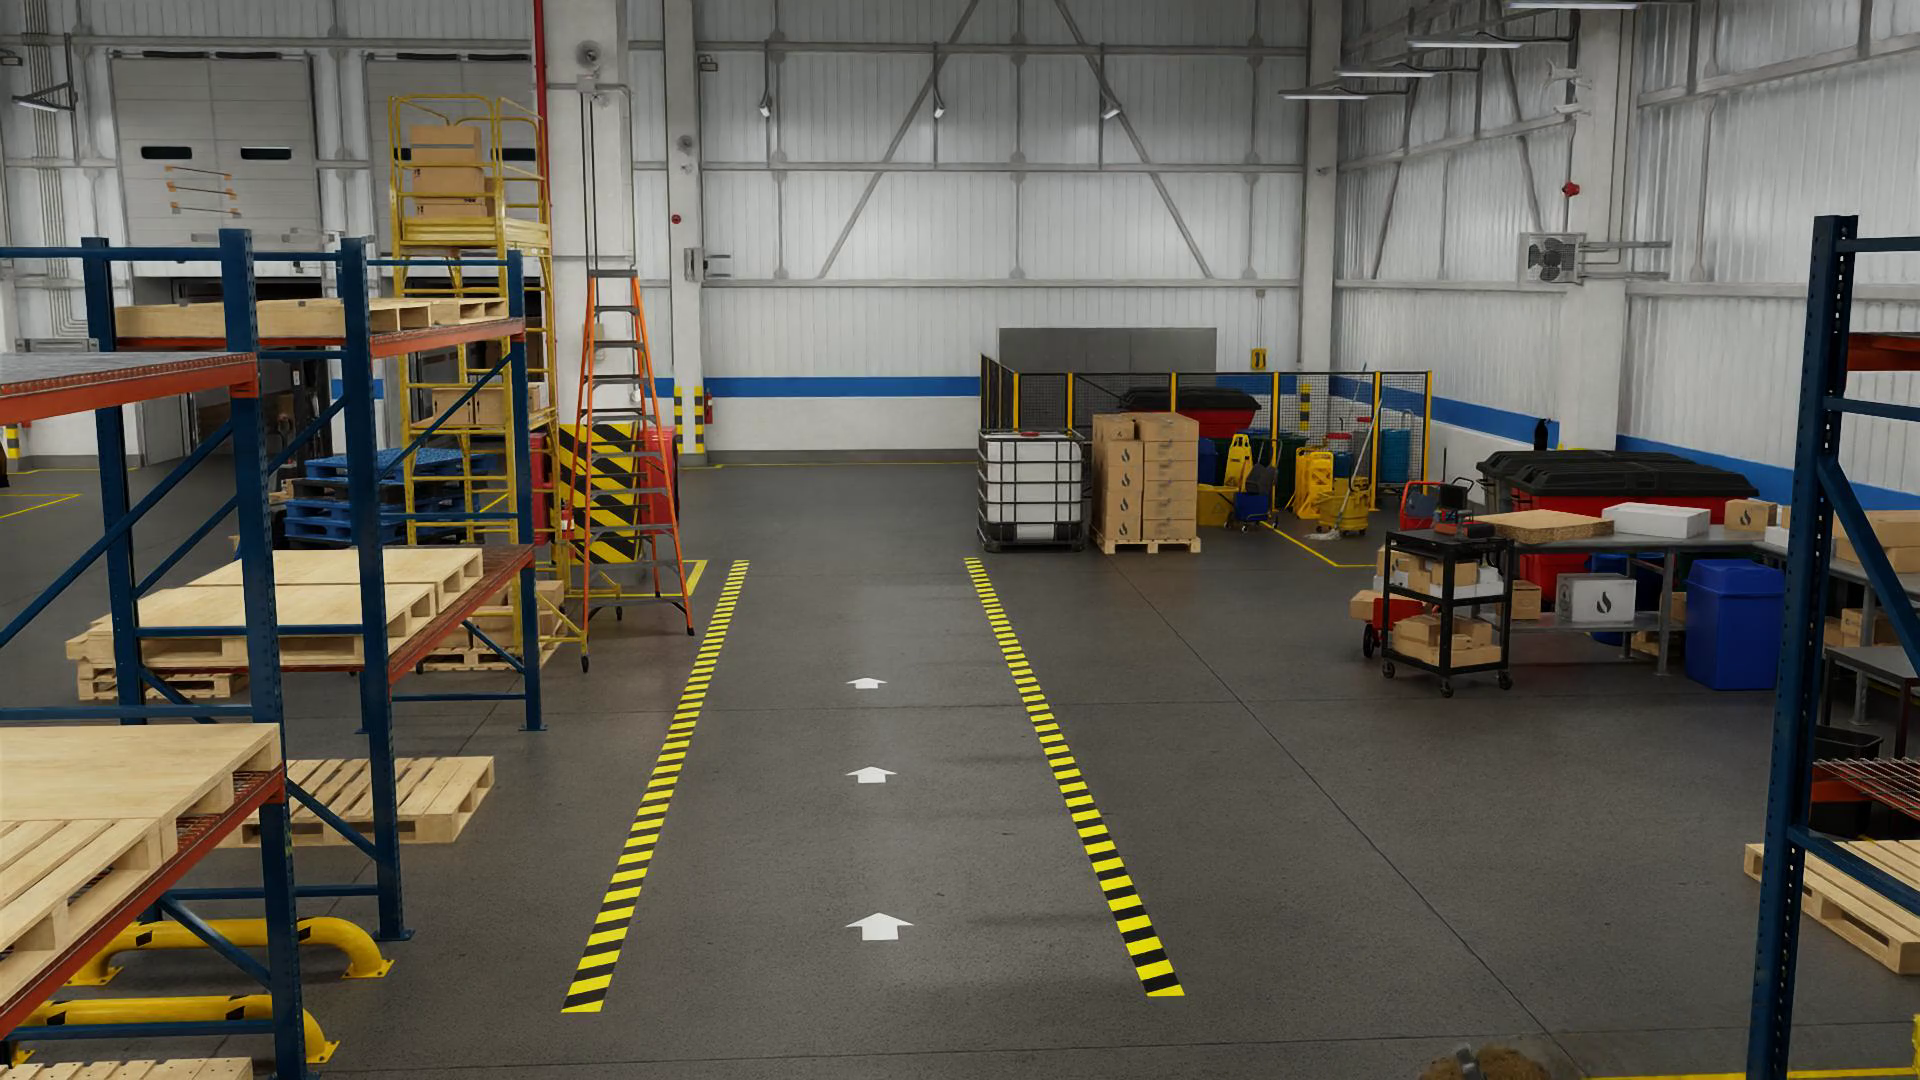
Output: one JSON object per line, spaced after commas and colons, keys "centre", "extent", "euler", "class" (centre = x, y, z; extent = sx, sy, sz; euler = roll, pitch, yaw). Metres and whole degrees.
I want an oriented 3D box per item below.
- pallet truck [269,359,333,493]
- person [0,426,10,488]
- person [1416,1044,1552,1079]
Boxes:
{"centre": [-7.062, -1.131, 18.996], "extent": [1.885, 1.965, 0.823], "euler": [2, 9, 13], "class": "pallet truck"}
{"centre": [-13.167, -1.660, 22.538], "extent": [0.389, 1.930, 0.544], "euler": [-8, 12, -41], "class": "person"}
{"centre": [0.873, 1.583, 2.292], "extent": [0.795, 1.893, 0.436], "euler": [-6, 11, -33], "class": "person"}
